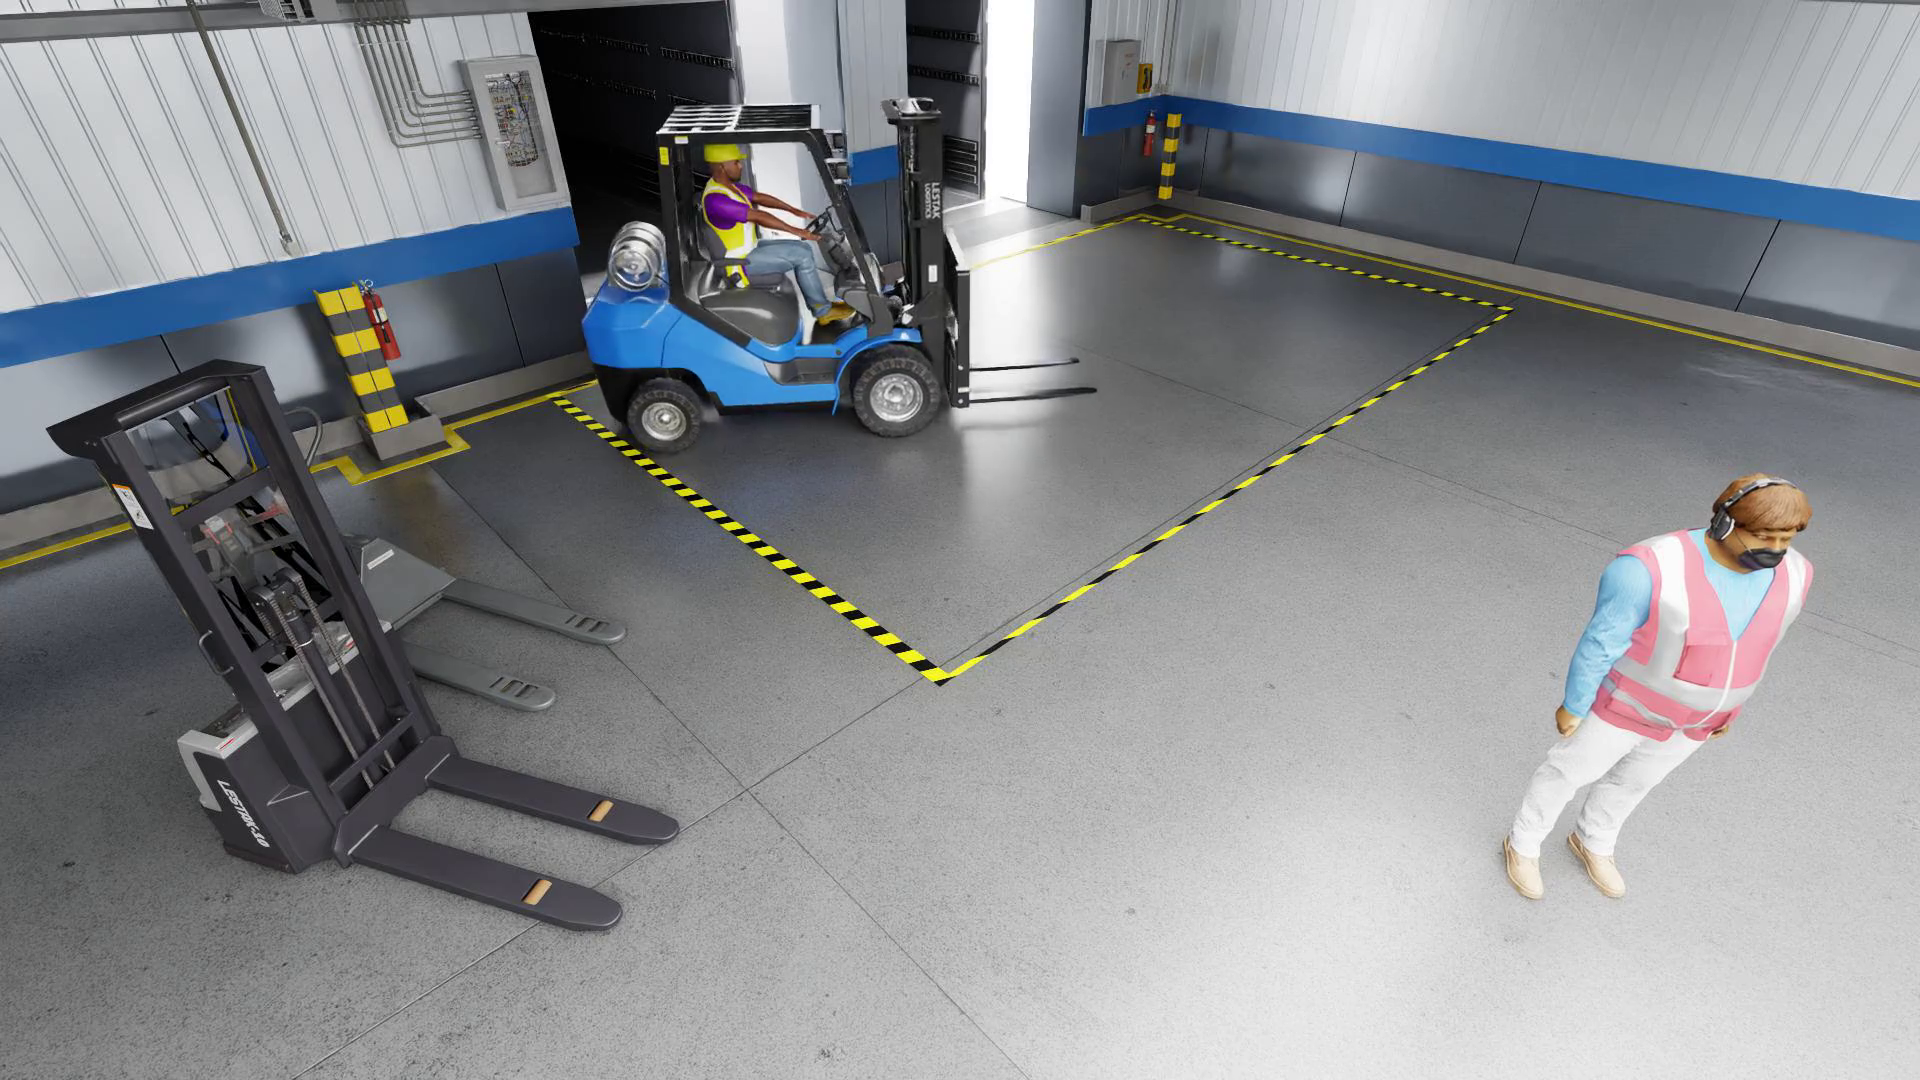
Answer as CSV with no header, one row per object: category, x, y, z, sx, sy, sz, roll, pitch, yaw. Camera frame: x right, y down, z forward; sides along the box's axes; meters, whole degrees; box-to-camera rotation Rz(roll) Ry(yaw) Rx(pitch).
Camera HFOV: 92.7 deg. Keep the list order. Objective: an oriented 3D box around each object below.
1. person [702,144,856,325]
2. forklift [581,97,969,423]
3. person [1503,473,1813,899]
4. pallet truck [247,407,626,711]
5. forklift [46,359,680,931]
person,-1.273,-2.169,6.515,1.004,1.293,0.635,-4,34,-6
forklift,-1.333,-2.014,6.620,2.680,2.036,1.157,-4,34,-6
person,2.451,0.585,3.250,0.632,1.842,0.429,0,34,0
pallet truck,-2.628,0.038,4.590,1.601,1.201,0.680,12,36,18
forklift,-2.135,0.422,3.354,1.885,1.965,0.823,10,35,14
